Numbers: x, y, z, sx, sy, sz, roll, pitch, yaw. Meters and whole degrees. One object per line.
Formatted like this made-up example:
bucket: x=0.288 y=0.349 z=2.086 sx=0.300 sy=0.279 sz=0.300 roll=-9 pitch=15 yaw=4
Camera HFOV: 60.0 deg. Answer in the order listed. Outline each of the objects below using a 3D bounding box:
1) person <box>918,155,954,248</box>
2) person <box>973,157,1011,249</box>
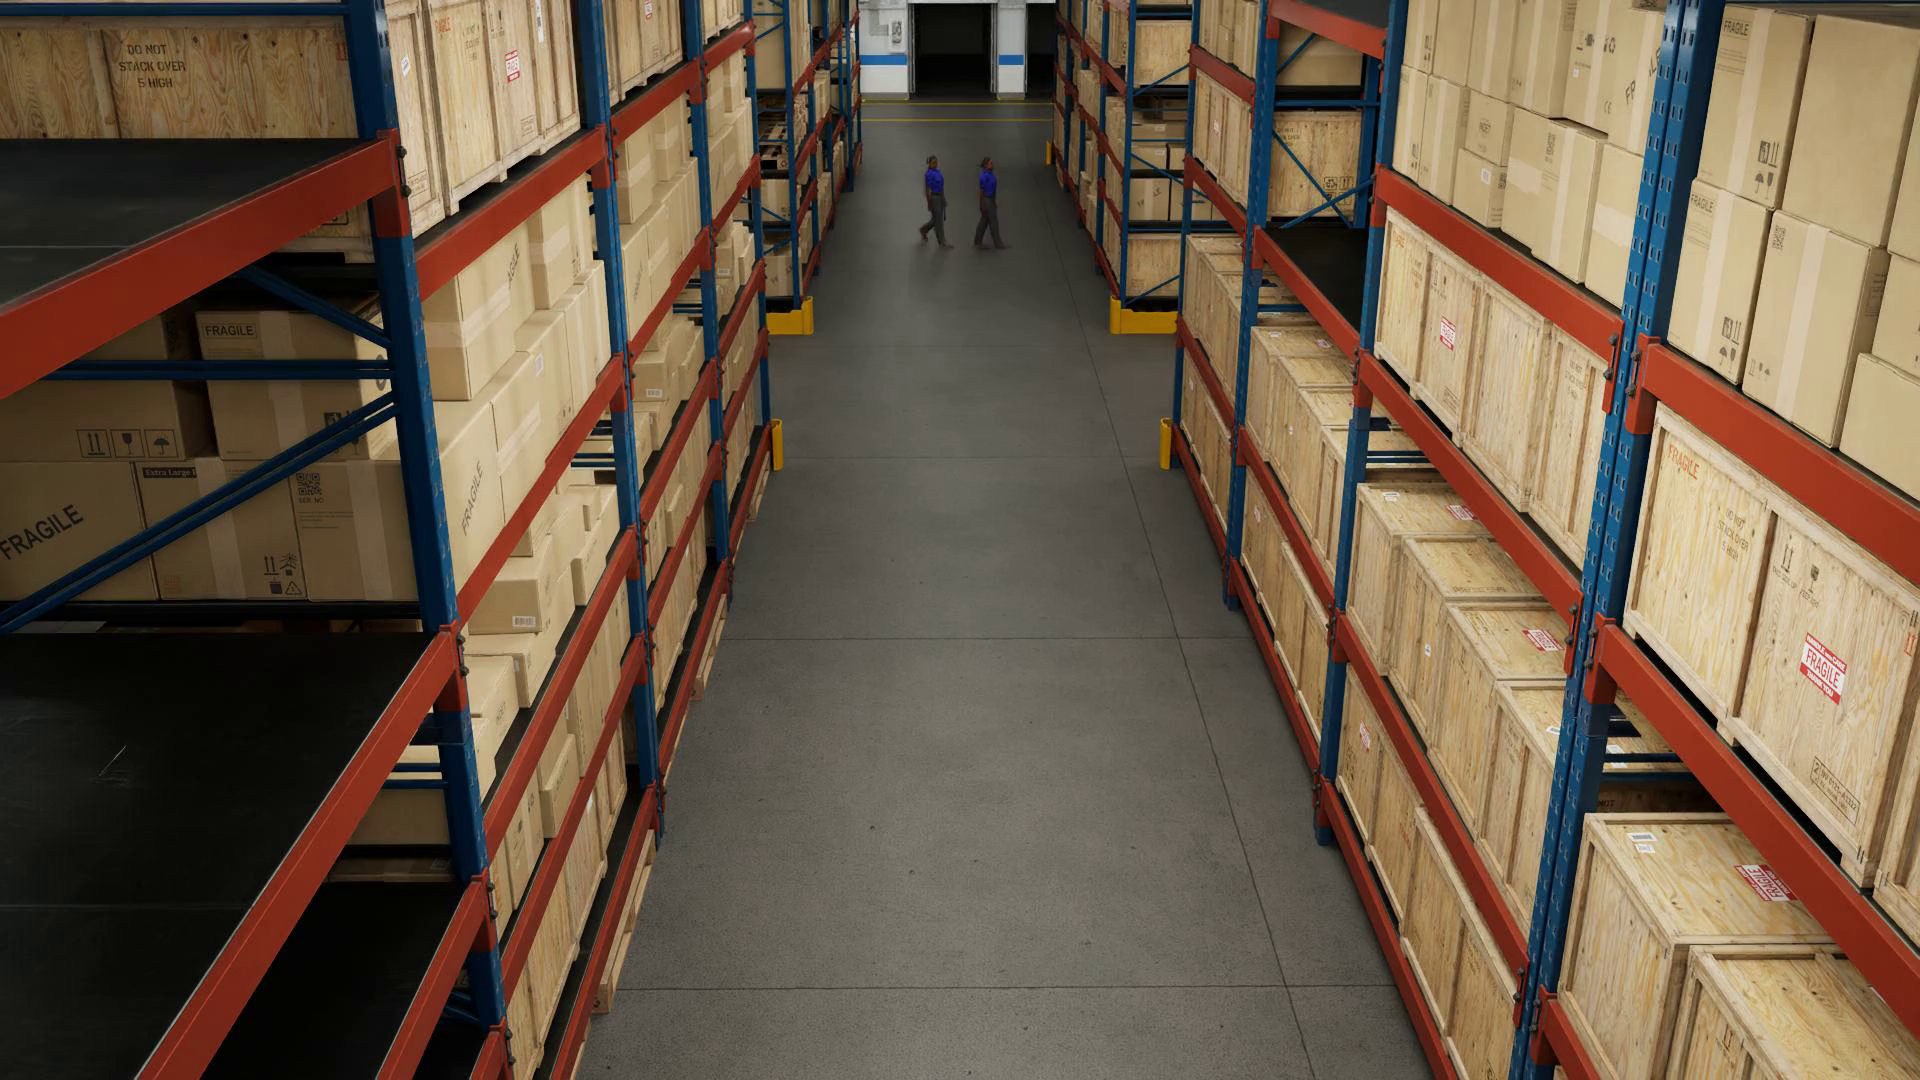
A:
person: x=-0.442 y=-6.206 z=30.410 sx=0.761 sy=1.658 sz=0.465 roll=8 pitch=23 yaw=20
person: x=0.593 y=-6.105 z=30.149 sx=0.761 sy=1.646 sz=0.460 roll=6 pitch=22 yaw=15
